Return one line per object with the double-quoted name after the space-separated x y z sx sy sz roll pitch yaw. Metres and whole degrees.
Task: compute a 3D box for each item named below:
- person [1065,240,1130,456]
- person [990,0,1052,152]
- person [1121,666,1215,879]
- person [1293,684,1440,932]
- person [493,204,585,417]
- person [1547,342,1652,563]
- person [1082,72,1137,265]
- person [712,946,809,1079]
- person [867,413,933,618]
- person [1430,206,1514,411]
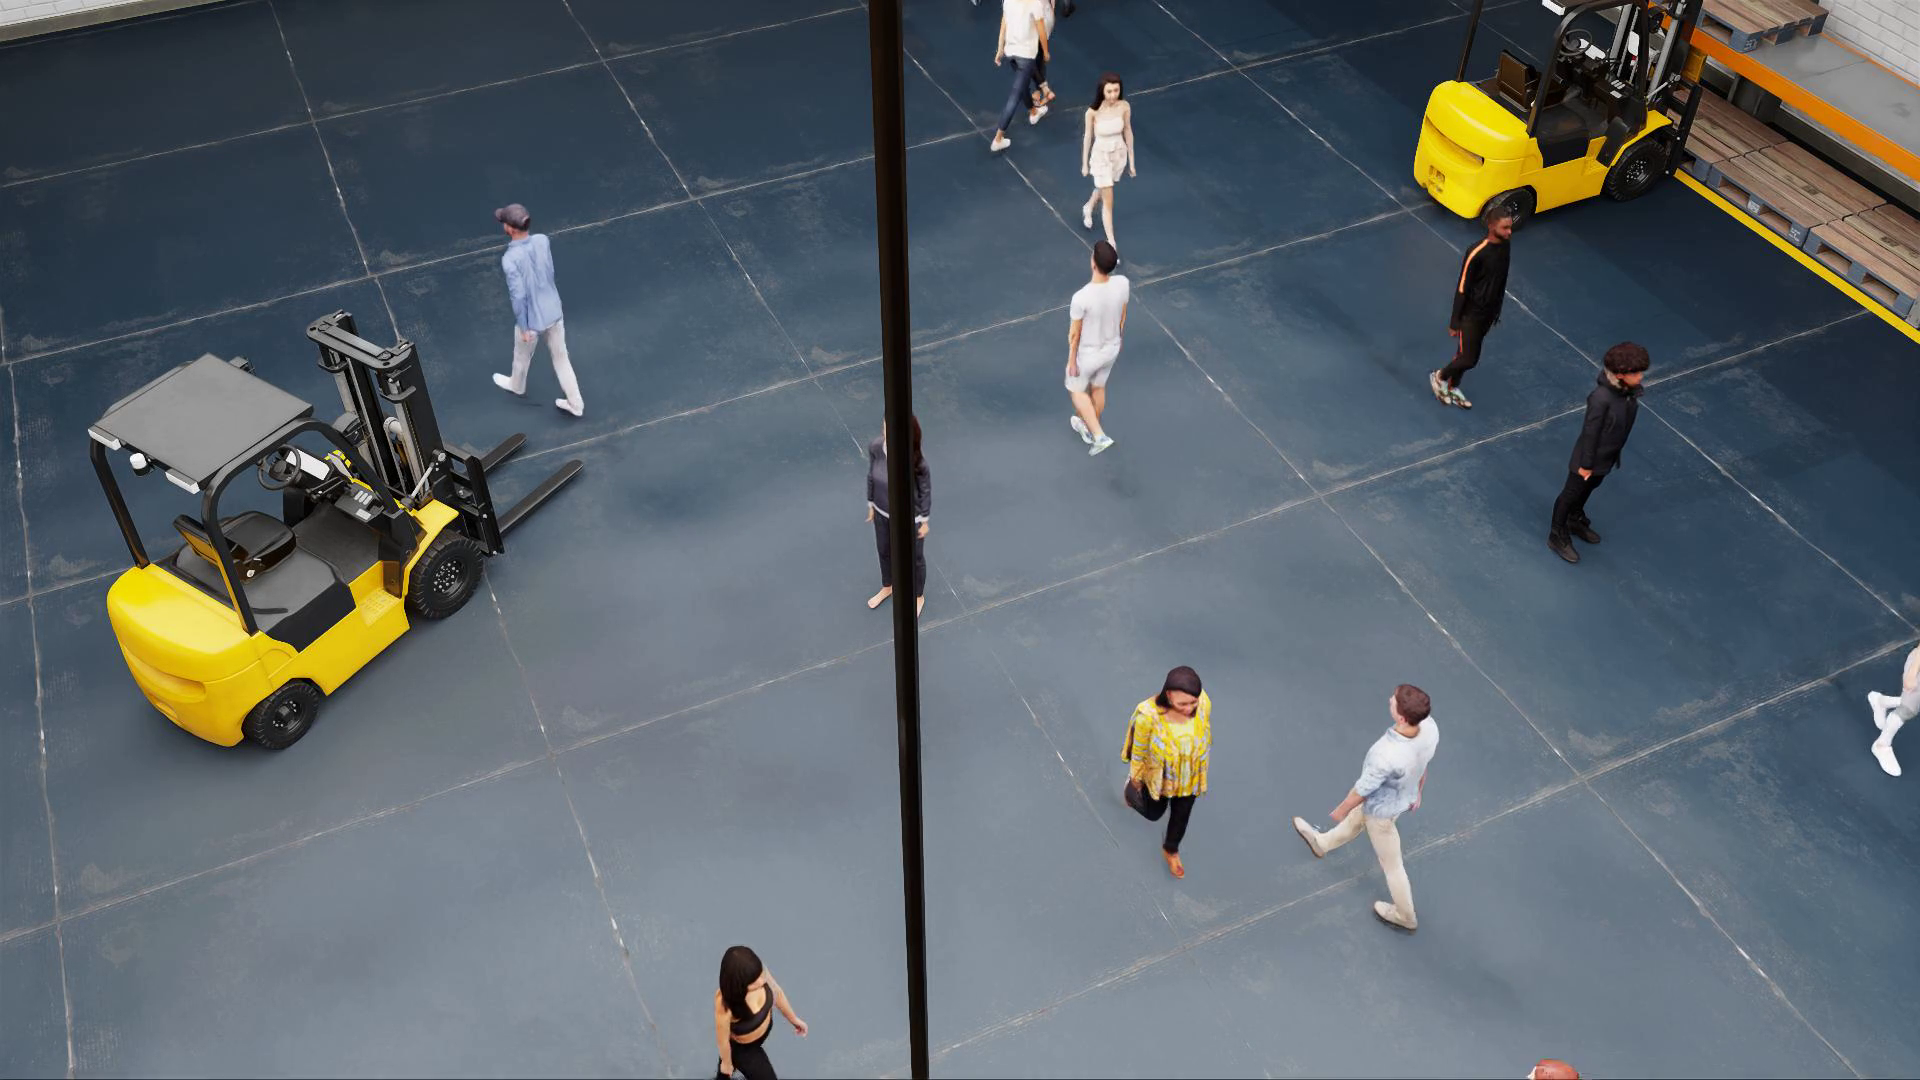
1.054 -1.388 12.425 0.707 1.842 0.902 -21 47 -20 "person"
0.522 -4.519 15.771 1.165 1.760 0.942 32 52 29 "person"
1.201 1.290 9.765 0.720 1.634 0.901 -16 46 -16 "person"
2.474 1.546 9.372 0.921 1.804 1.281 -33 53 -30 "person"
-3.180 -1.704 12.746 1.175 1.857 1.007 25 49 24 "person"
4.483 -0.650 11.696 0.692 1.779 0.681 -31 51 -28 "person"
1.265 -3.339 14.584 0.661 1.688 1.060 -13 45 -13 "person"
-1.147 2.509 8.506 1.088 1.606 0.993 16 46 16 "person"
-0.407 -0.198 11.230 0.661 1.767 0.745 19 47 19 "person"
3.934 -1.824 12.910 0.711 1.804 0.707 -27 50 -25 "person"
